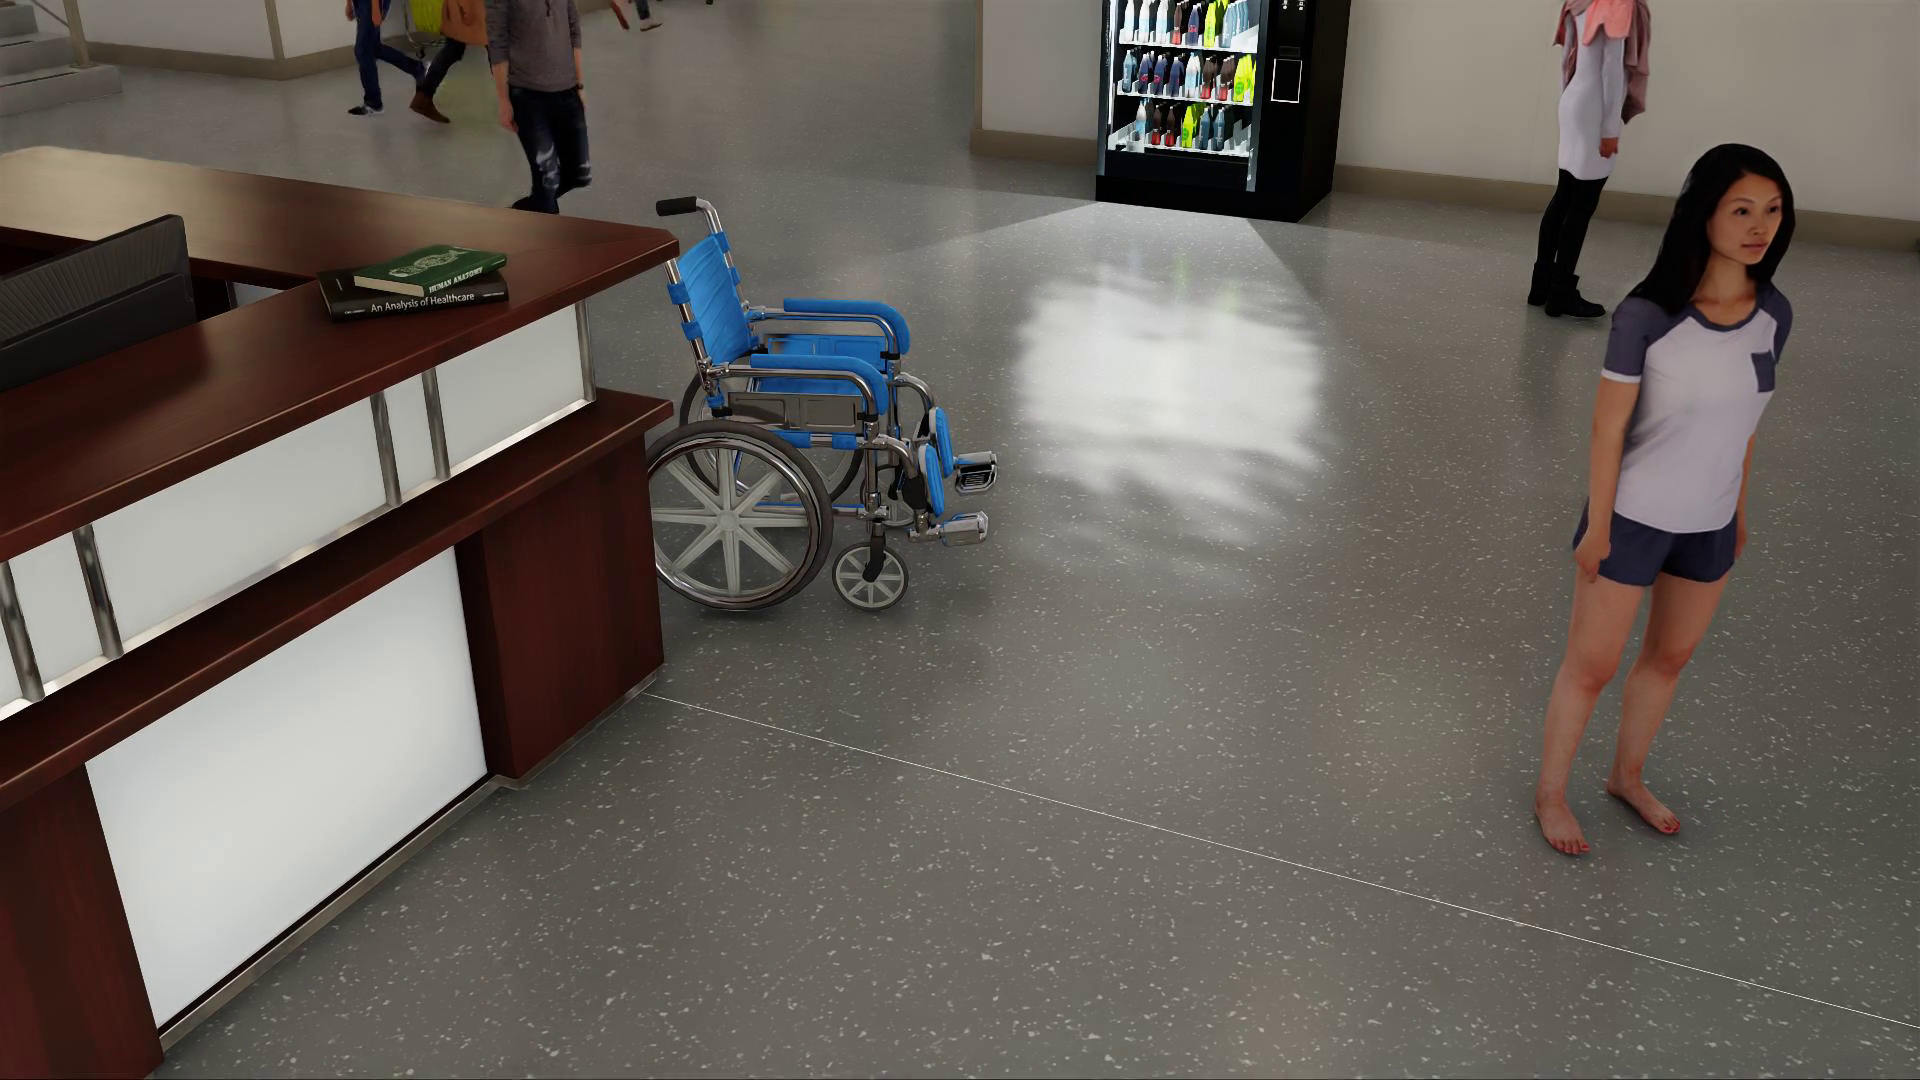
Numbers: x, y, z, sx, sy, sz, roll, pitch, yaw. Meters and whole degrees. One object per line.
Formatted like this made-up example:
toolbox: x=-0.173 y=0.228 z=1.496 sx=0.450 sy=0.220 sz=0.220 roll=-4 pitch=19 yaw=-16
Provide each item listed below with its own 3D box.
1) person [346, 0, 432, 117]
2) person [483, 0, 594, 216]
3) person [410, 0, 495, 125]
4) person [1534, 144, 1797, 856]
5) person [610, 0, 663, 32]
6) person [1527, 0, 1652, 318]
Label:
person: x=-4.166 y=-3.841 z=11.866 sx=0.862 sy=1.546 sz=0.931 roll=-19 pitch=31 yaw=-34
person: x=-2.047 y=-2.145 z=7.958 sx=1.046 sy=1.886 sz=0.864 roll=22 pitch=34 yaw=38
person: x=-3.430 y=-3.662 z=11.271 sx=1.154 sy=1.699 sz=1.178 roll=-13 pitch=29 yaw=-25
person: x=1.639 y=-0.065 z=3.853 sx=0.649 sy=1.705 sz=0.728 roll=-7 pitch=27 yaw=-14
person: x=-2.974 y=-5.509 z=14.945 sx=0.977 sy=1.876 sz=0.727 roll=12 pitch=28 yaw=24
person: x=2.879 y=-1.930 z=7.607 sx=0.746 sy=1.803 sz=0.732 roll=-2 pitch=26 yaw=-3
